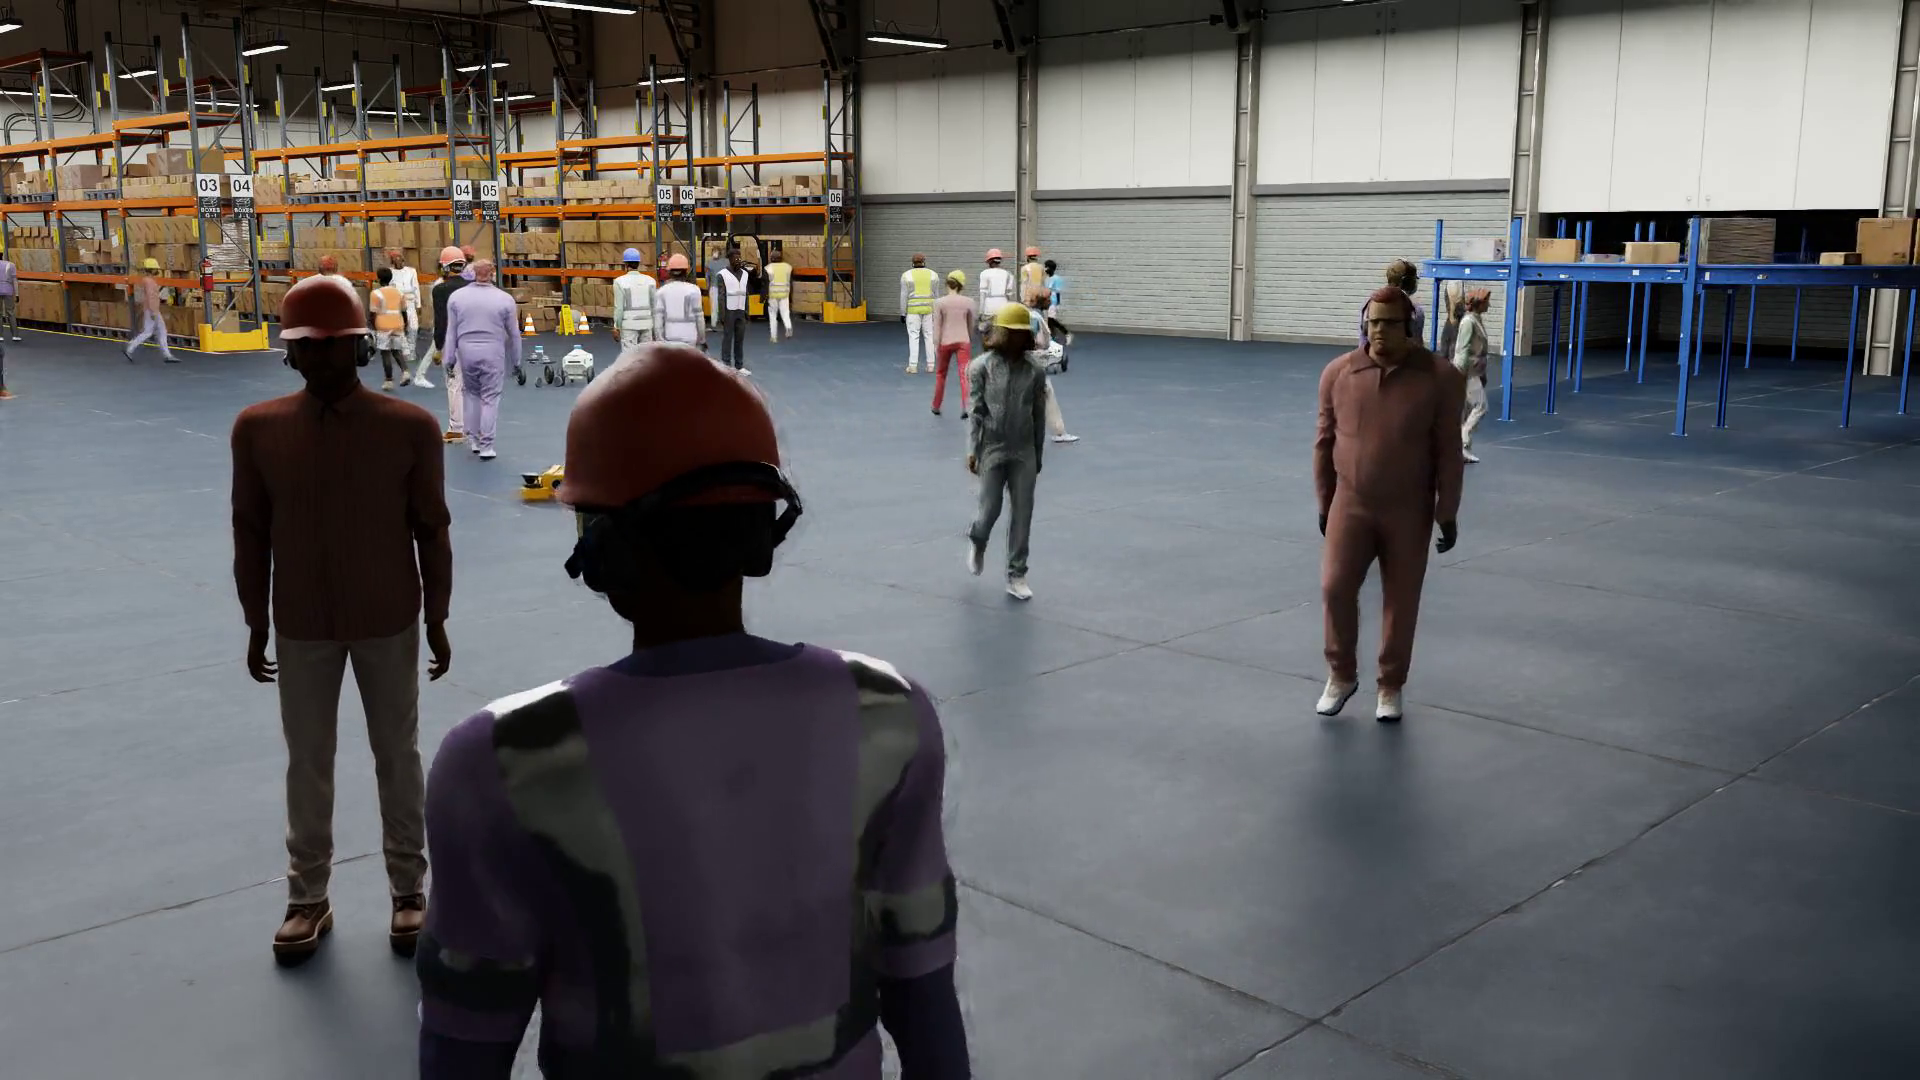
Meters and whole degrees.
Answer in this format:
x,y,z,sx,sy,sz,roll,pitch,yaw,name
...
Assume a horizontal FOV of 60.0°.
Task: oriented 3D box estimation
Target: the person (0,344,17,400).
x,y,z,sx,sy,sz,roll,pitch,yaw,name
-12.428,-2.730,21.125,0.781,1.967,0.634,1,10,5,person

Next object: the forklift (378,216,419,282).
x,y,z,sx,sy,sz,roll,pitch,yaw,name
-17.868,-9.201,54.028,1.873,2.768,1.129,-10,14,-44,forklift

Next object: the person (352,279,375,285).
x,y,z,sx,sy,sz,roll,pitch,yaw,name
-15.248,-6.637,42.527,0.589,1.927,0.387,-6,12,-31,person

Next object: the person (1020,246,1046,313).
x,y,z,sx,sy,sz,roll,pitch,yaw,name
1.386,-4.547,31.156,0.549,1.918,0.660,-7,12,-33,person

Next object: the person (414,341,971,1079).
x,y,z,sx,sy,sz,roll,pitch,yaw,name
-0.253,0.779,1.904,0.618,2.002,1.003,-6,12,-31,person

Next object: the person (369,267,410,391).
x,y,z,sx,sy,sz,roll,pitch,yaw,name
-7.807,-2.891,22.766,0.349,1.678,0.559,8,13,36,person

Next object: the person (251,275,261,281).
x,y,z,sx,sy,sz,roll,pitch,yaw,name
-20.510,-7.583,48.542,0.500,1.621,0.386,7,12,33,person

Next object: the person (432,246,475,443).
x,y,z,sx,sy,sz,roll,pitch,yaw,name
-5.168,-2.011,17.118,0.381,1.994,0.620,7,12,32,person

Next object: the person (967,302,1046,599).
x,y,z,sx,sy,sz,roll,pitch,yaw,name
0.265,-0.543,9.827,0.499,1.727,0.527,-3,11,-17,person

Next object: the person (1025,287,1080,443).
x,y,z,sx,sy,sz,roll,pitch,yaw,name
0.768,-1.796,17.064,0.875,1.586,0.527,1,10,7,person

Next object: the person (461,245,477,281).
x,y,z,sx,sy,sz,roll,pitch,yaw,name
-9.614,-4.813,32.586,0.463,1.921,0.554,8,13,36,person

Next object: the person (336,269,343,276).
x,y,z,sx,sy,sz,roll,pitch,yaw,name
-10.130,-3.676,27.304,0.840,1.589,0.512,1,10,5,person

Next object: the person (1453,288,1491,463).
x,y,z,sx,sy,sz,roll,pitch,yaw,name
4.768,-1.518,15.412,0.396,1.620,0.543,5,11,25,person

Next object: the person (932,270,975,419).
x,y,z,sx,sy,sz,roll,pitch,yaw,name
-0.068,-2.285,19.418,0.522,1.705,0.901,-2,11,-11,person

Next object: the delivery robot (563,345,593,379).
x,y,z,sx,sy,sz,roll,pitch,yaw,name
-5.473,-2.546,23.828,0.477,0.478,0.707,-1,10,-4,delivery robot

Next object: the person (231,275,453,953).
x,y,z,sx,sy,sz,roll,pitch,yaw,name
-1.810,0.228,4.908,0.612,1.995,0.392,-2,11,-10,person

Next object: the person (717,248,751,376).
x,y,z,sx,sy,sz,roll,pitch,yaw,name
-3.435,-3.447,25.185,0.377,1.914,0.589,8,13,37,person

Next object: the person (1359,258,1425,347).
x,y,z,sx,sy,sz,roll,pitch,yaw,name
3.244,-1.133,12.483,0.355,1.937,0.635,-5,12,-26,person

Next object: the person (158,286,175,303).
x,y,z,sx,sy,sz,roll,pitch,yaw,name
-17.838,-5.698,37.134,0.598,2.021,0.655,9,14,41,person

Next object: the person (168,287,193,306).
x,y,z,sx,sy,sz,roll,pitch,yaw,name
-18.403,-6.026,39.225,0.565,1.911,0.742,-8,13,-39,person

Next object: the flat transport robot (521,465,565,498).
x,y,z,sx,sy,sz,roll,pitch,yaw,name
-2.829,-0.496,13.679,1.431,0.197,0.652,-1,10,-4,flat transport robot

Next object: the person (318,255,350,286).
x,y,z,sx,sy,sz,roll,pitch,yaw,name
-8.289,-2.837,22.032,0.863,1.855,0.585,8,13,37,person

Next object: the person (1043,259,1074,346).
x,y,z,sx,sy,sz,roll,pitch,yaw,name
1.809,-4.414,31.105,0.732,1.666,0.558,-5,11,-23,person

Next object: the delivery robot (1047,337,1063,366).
x,y,z,sx,sy,sz,roll,pitch,yaw,name
1.389,-2.914,25.835,0.477,0.478,0.707,2,11,11,delivery robot

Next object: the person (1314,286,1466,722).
x,y,z,sx,sy,sz,roll,pitch,yaw,name
1.834,-0.139,7.196,0.655,1.891,0.527,4,11,21,person

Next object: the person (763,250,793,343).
x,y,z,sx,sy,sz,roll,pitch,yaw,name
-3.584,-4.823,32.925,0.639,1.821,0.627,-4,11,-22,person

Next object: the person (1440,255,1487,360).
x,y,z,sx,sy,sz,roll,pitch,yaw,name
7.701,-3.475,25.625,0.821,1.820,0.537,4,11,20,person

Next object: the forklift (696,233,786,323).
x,y,z,sx,sy,sz,roll,pitch,yaw,name
-5.496,-6.489,41.108,2.313,2.155,1.214,-10,14,-44,forklift

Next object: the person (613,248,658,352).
x,y,z,sx,sy,sz,roll,pitch,yaw,name
-4.093,-2.691,20.951,0.610,1.946,0.405,-9,14,-40,person

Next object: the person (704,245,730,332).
x,y,z,sx,sy,sz,roll,pitch,yaw,name
-5.335,-5.577,36.841,0.626,1.904,0.992,0,10,1,person

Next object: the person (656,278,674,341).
x,y,z,sx,sy,sz,roll,pitch,yaw,name
-3.390,-2.343,20.010,0.847,1.604,0.512,5,12,27,person

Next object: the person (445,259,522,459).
x,y,z,sx,sy,sz,roll,pitch,yaw,name
-4.526,-1.733,15.914,0.682,1.873,0.773,-1,10,-3,person

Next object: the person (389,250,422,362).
x,y,z,sx,sy,sz,roll,pitch,yaw,name
-9.308,-3.913,27.823,0.614,1.870,0.411,-7,12,-33,person

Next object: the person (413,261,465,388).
x,y,z,sx,sy,sz,roll,pitch,yaw,name
-7.160,-3.005,23.091,0.998,1.812,0.570,-2,11,-11,person

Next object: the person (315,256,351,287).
x,y,z,sx,sy,sz,roll,pitch,yaw,name
-8.751,-3.039,23.194,0.634,1.829,0.678,1,10,6,person

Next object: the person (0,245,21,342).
x,y,z,sx,sy,sz,roll,pitch,yaw,name
-19.156,-4.939,33.266,0.586,1.928,0.369,-5,11,-23,person

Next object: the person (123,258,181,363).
x,y,z,sx,sy,sz,roll,pitch,yaw,name
-13.506,-3.812,27.656,0.808,1.741,0.533,-4,11,-20,person

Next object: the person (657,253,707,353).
x,y,z,sx,sy,sz,roll,pitch,yaw,name
-3.247,-2.343,19.190,0.547,1.908,0.866,4,11,18,person

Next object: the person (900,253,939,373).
x,y,z,sx,sy,sz,roll,pitch,yaw,name
-0.631,-3.511,25.740,0.624,1.837,0.430,-3,11,-17,person

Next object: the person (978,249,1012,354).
x,y,z,sx,sy,sz,roll,pitch,yaw,name
0.533,-3.521,25.621,0.577,1.893,0.530,-4,11,-21,person

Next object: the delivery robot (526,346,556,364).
x,y,z,sx,sy,sz,roll,pitch,yaw,name
-5.959,-2.628,23.565,0.335,0.223,0.698,-6,12,-31,delivery robot
